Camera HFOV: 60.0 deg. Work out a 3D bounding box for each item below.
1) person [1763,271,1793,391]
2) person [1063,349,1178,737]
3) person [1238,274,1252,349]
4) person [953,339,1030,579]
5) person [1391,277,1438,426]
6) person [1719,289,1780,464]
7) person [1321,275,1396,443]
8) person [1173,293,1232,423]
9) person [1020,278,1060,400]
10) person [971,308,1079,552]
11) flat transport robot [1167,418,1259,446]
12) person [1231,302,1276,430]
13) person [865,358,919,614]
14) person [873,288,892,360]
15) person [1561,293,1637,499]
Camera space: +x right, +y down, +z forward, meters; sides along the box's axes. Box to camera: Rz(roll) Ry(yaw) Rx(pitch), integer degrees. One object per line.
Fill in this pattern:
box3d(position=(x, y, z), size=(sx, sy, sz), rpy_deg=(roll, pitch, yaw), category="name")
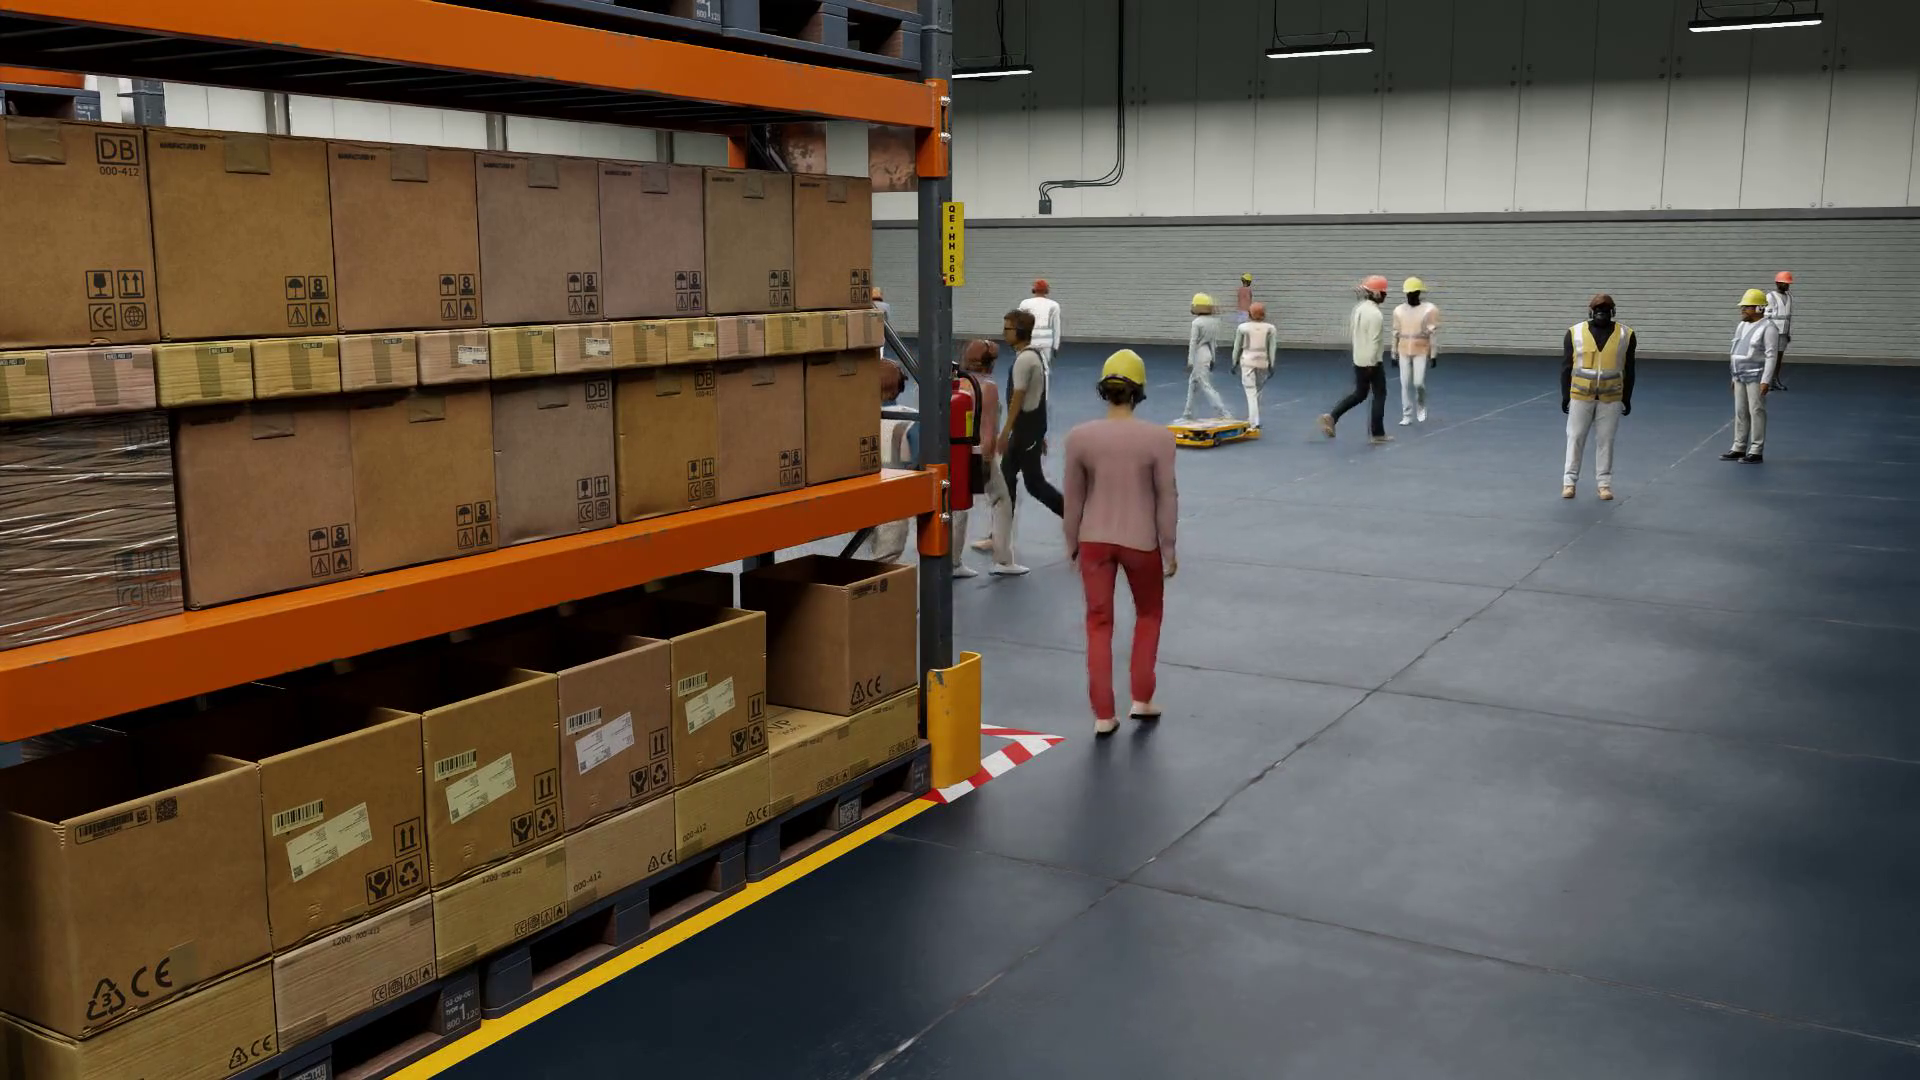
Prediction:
box3d(position=(13.262, -3.383, 26.952), size=(0.551, 1.933, 0.377), rpy_deg=(-3, 10, -19), category="person")
box3d(position=(0.751, 0.004, 7.636), size=(0.547, 1.747, 0.591), rpy_deg=(3, 10, 18), category="person")
box3d(position=(6.680, -5.340, 38.921), size=(0.316, 1.765, 0.523), rpy_deg=(-4, 10, -22), category="person")
box3d(position=(0.190, -0.540, 11.227), size=(0.689, 1.608, 0.541), rpy_deg=(-5, 11, -28), category="person")
box3d(position=(5.815, -2.415, 21.358), size=(0.605, 1.906, 0.426), rpy_deg=(6, 11, 32), category="person")
box3d(position=(8.314, -1.717, 17.500), size=(0.404, 1.832, 0.592), rpy_deg=(-2, 10, -9), category="person")
box3d(position=(4.678, -2.097, 19.334), size=(0.779, 1.966, 0.613), rpy_deg=(-2, 10, -12), category="person")
box3d(position=(3.153, -2.318, 21.377), size=(0.837, 1.713, 0.495), rpy_deg=(7, 12, 34), category="person")
box3d(position=(1.116, -2.758, 23.497), size=(0.603, 1.863, 0.502), rpy_deg=(-1, 10, -6), category="person")
box3d(position=(0.549, -0.780, 12.112), size=(0.868, 1.815, 0.504), rpy_deg=(0, 10, 2), category="person")
box3d(position=(2.877, -1.268, 19.439), size=(0.652, 0.197, 1.431), rpy_deg=(7, 12, 36), category="flat transport robot")
box3d(position=(3.691, -2.175, 20.859), size=(0.524, 1.599, 0.846), rpy_deg=(-1, 10, -4), category="person")
box3d(position=(-0.369, -0.205, 9.300), size=(0.511, 1.600, 0.851), rpy_deg=(6, 11, 32), category="person")
box3d(position=(-1.522, -3.818, 30.515), size=(0.528, 1.587, 0.853), rpy_deg=(0, 10, 0), category="person")
box3d(position=(5.712, -1.281, 14.921), size=(0.624, 1.845, 0.430), rpy_deg=(3, 10, 18), category="person")
